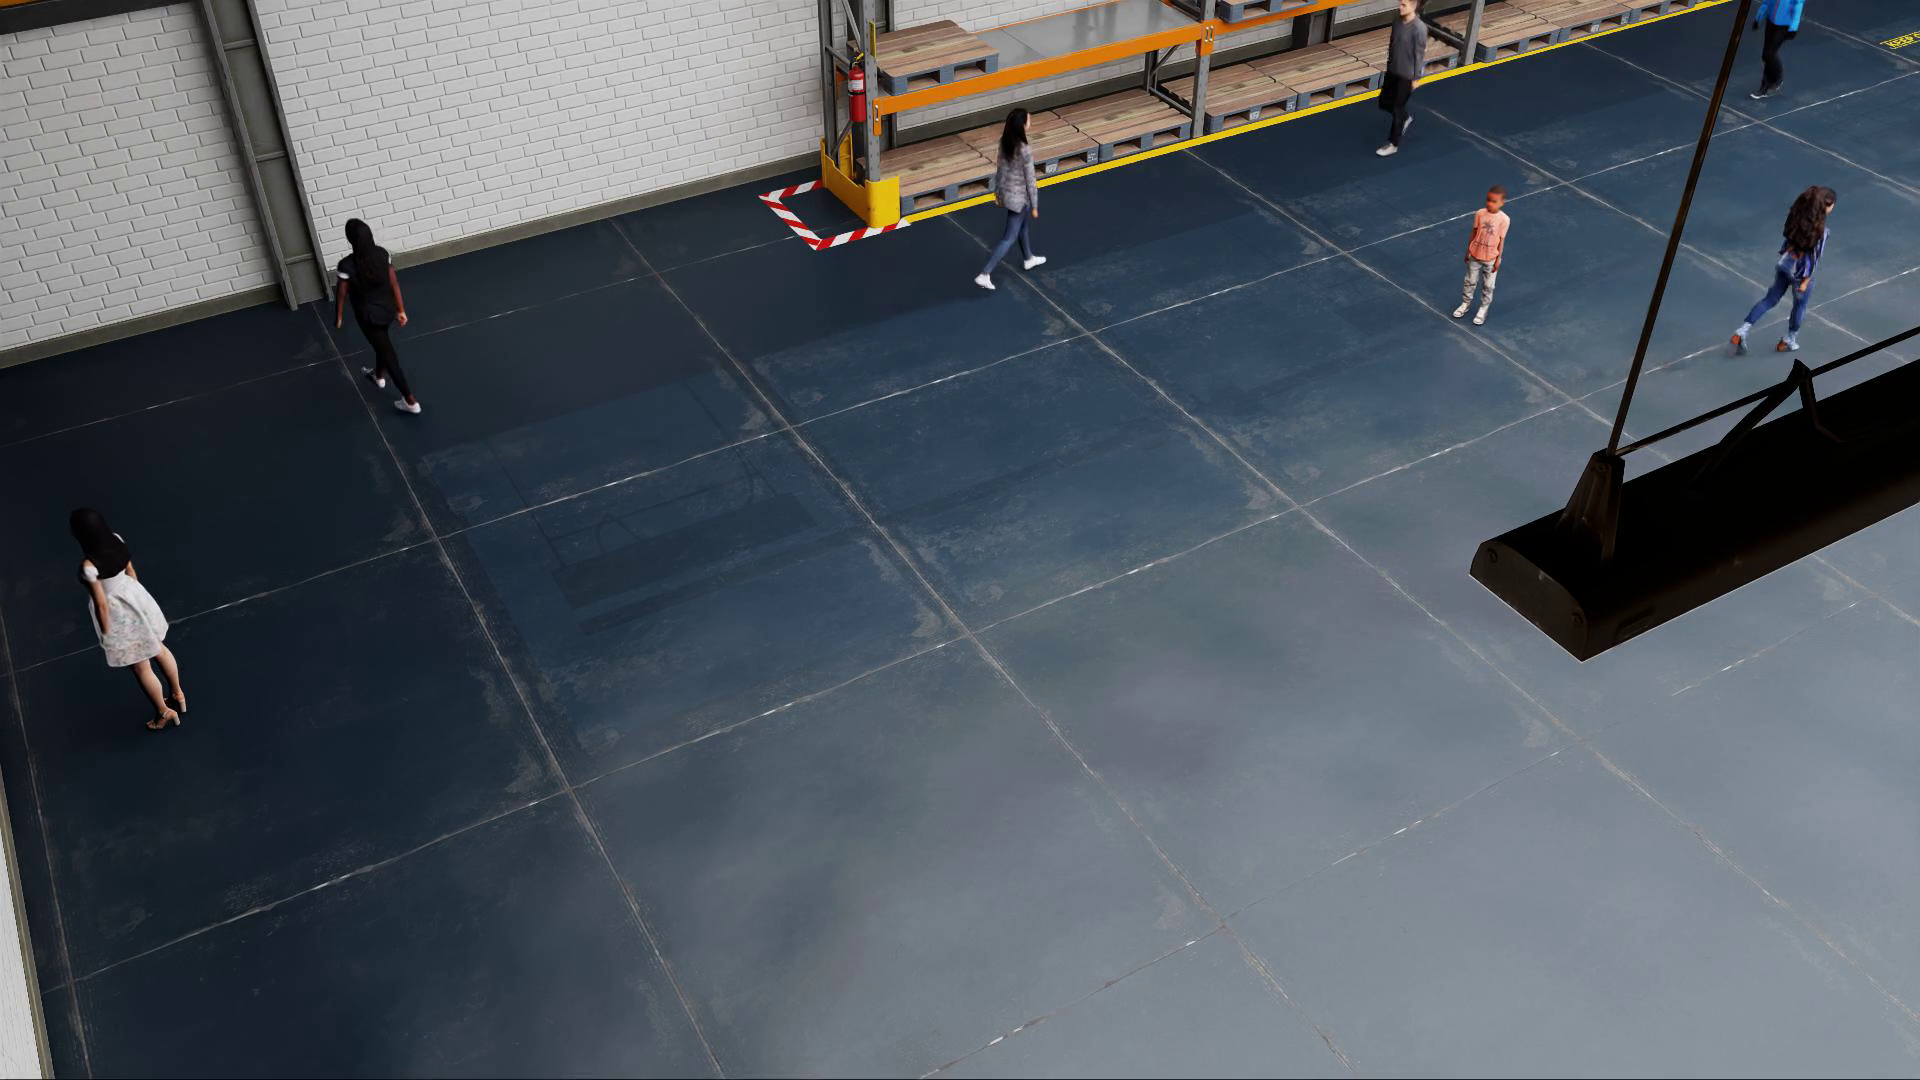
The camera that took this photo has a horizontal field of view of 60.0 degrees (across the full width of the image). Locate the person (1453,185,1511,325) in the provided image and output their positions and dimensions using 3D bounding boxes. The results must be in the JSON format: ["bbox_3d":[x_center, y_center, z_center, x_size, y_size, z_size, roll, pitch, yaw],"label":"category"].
[{"bbox_3d":[4.727,-2.586,14.957,0.533,1.309,0.557,25,45,28],"label":"person"}]

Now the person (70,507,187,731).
[{"bbox_3d":[-5.368,0.506,10.712,0.827,1.774,0.775,7,39,8],"label":"person"}]

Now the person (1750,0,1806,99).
[{"bbox_3d":[9.218,-5.767,18.567,0.787,1.774,0.737,-11,40,-13],"label":"person"}]

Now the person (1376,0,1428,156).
[{"bbox_3d":[4.731,-4.948,17.563,0.814,1.748,0.662,-25,45,-27],"label":"person"}]

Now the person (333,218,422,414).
[{"bbox_3d":[-4.728,-1.798,13.656,0.983,1.701,1.079,22,44,25],"label":"person"}]

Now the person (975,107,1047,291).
[{"bbox_3d":[0.441,-3.108,15.301,1.200,1.695,0.742,-25,45,-28],"label":"person"}]

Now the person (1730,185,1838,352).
[{"bbox_3d":[7.139,-2.310,14.380,0.992,1.597,0.734,-12,40,-14],"label":"person"}]
